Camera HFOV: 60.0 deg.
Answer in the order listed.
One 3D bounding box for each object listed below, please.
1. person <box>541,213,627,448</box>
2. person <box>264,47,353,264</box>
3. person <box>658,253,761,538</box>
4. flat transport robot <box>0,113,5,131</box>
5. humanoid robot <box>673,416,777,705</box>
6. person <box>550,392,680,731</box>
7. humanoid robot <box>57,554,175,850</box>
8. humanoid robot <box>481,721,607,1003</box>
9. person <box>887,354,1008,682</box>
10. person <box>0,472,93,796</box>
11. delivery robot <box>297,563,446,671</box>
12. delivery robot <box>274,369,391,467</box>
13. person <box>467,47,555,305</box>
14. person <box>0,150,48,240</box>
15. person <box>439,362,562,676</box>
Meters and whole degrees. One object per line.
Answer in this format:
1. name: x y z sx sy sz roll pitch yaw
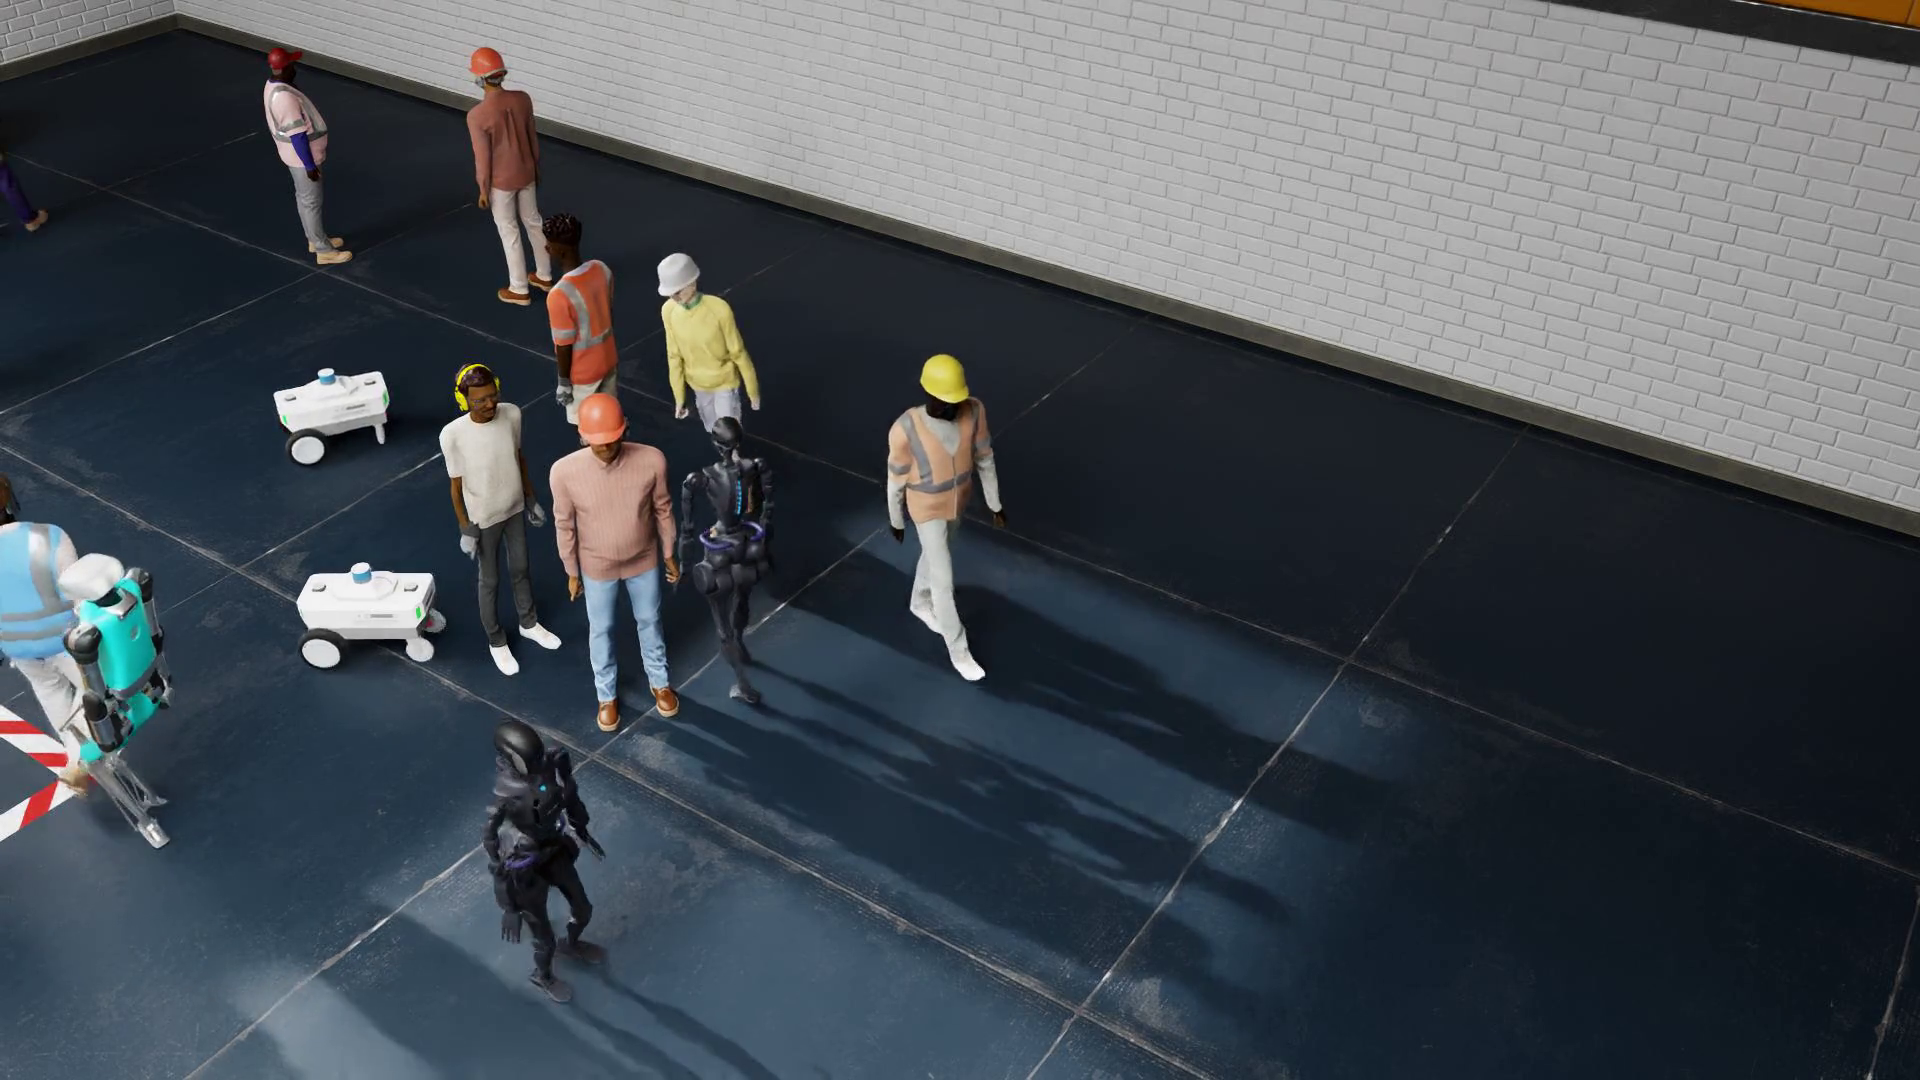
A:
1. person: -2.334 -1.107 10.382 0.387 1.954 0.607 11 37 16
2. person: -5.271 -3.093 13.387 0.420 1.756 0.608 -18 39 -23
3. person: -1.533 -0.889 10.161 0.562 1.840 0.751 9 36 13
4. flat transport robot: -9.641 -3.506 15.274 0.659 0.231 1.431 6 35 8
5. humanoid robot: -1.247 0.093 8.932 0.610 1.642 0.627 -21 40 -27
6. person: -1.751 0.108 8.606 0.610 1.995 0.389 -11 36 -15
7. humanoid robot: -4.071 0.795 7.867 0.831 1.801 0.592 6 35 9
8. humanoid robot: -1.824 1.357 7.116 0.469 1.631 0.592 17 38 22
9. person: -0.035 -0.150 9.062 0.600 1.885 0.922 -25 42 -31
10. person: -4.531 0.499 8.187 0.656 1.825 0.607 -3 35 -5
11. delivery robot: -3.366 0.404 9.447 0.801 0.606 0.499 0 35 0
12. delivery robot: -4.269 -0.867 11.269 0.785 0.614 0.524 -15 38 -20
13. person: -3.462 -2.775 12.727 0.394 1.991 0.621 21 40 27
14. person: -8.091 -3.264 13.766 0.509 1.579 0.756 7 36 10
15. person: -2.502 -0.129 9.052 0.327 1.873 0.515 27 43 33
